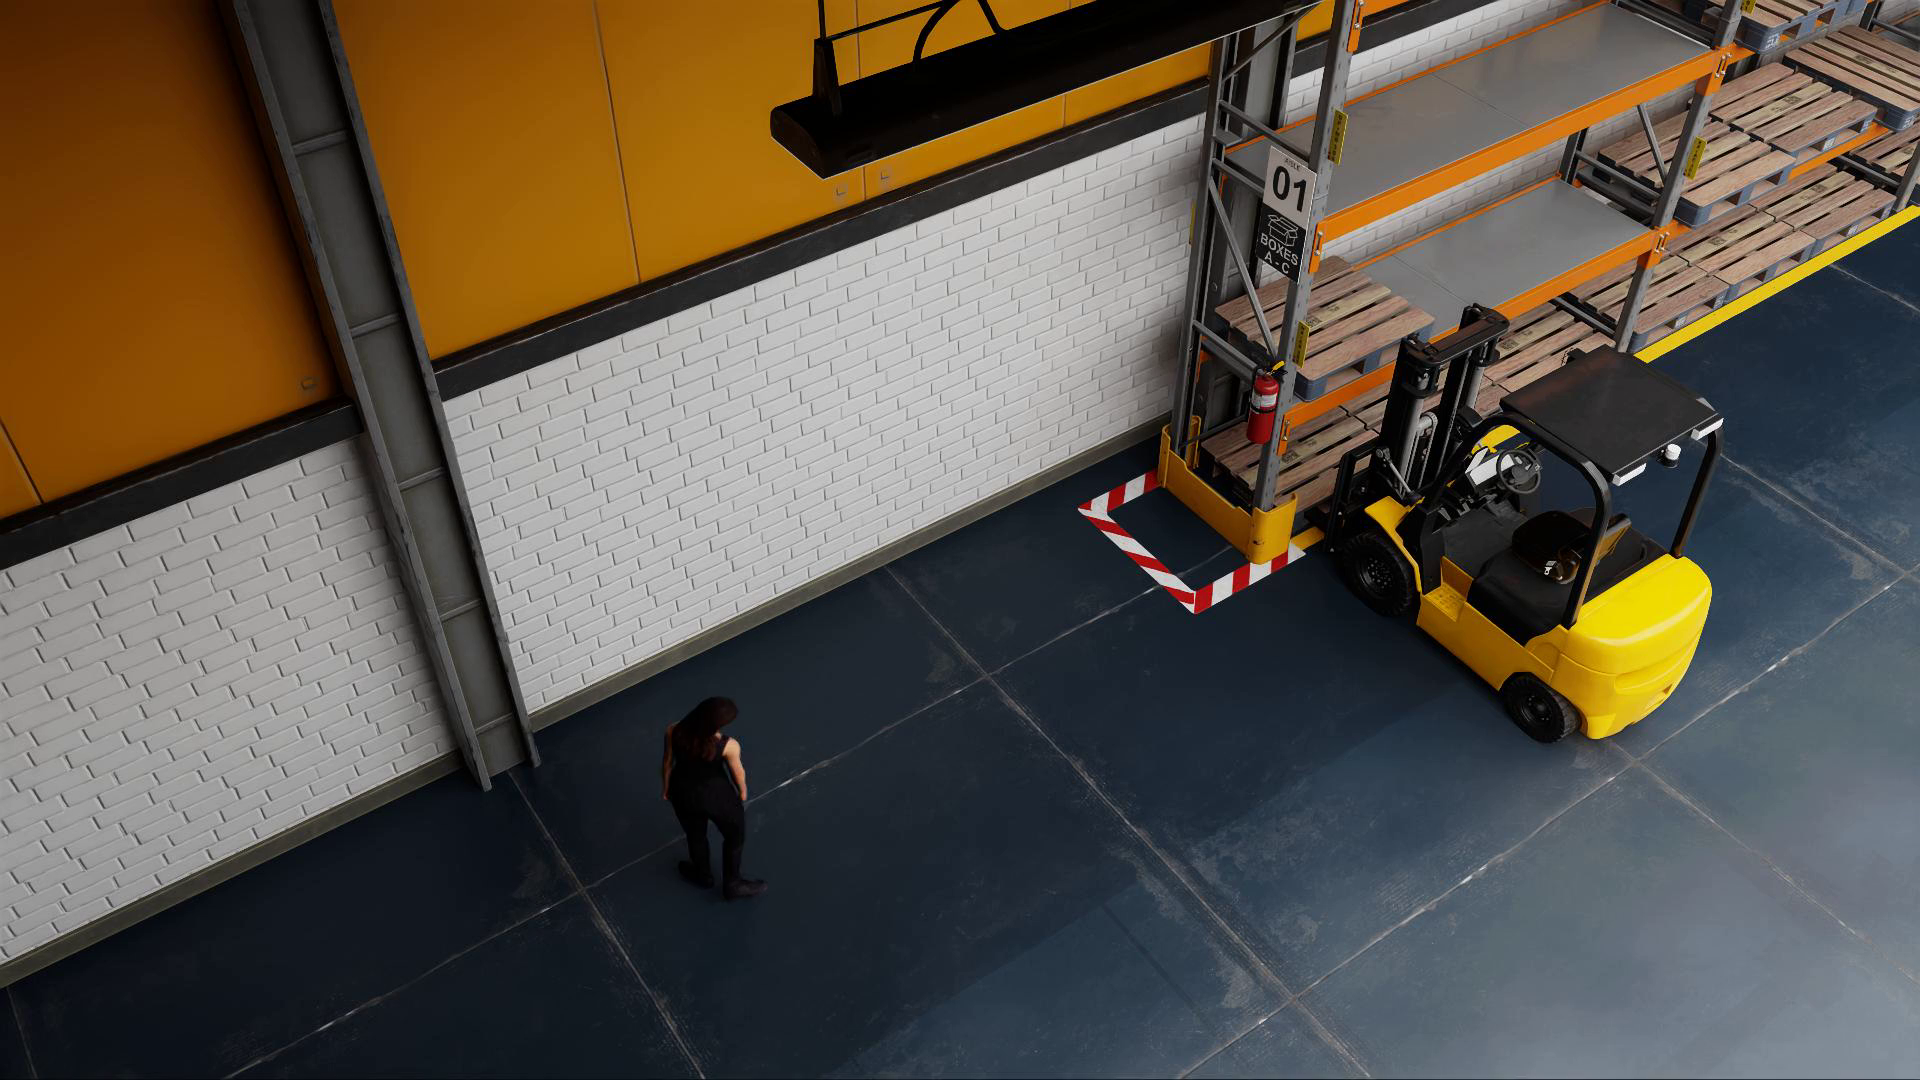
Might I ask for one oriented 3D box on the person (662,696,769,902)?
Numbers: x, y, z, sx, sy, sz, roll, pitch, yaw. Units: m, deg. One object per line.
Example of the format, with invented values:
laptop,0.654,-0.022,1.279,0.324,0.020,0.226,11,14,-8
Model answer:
person,-1.507,1.465,9.482,0.746,1.657,0.837,-6,44,-6
